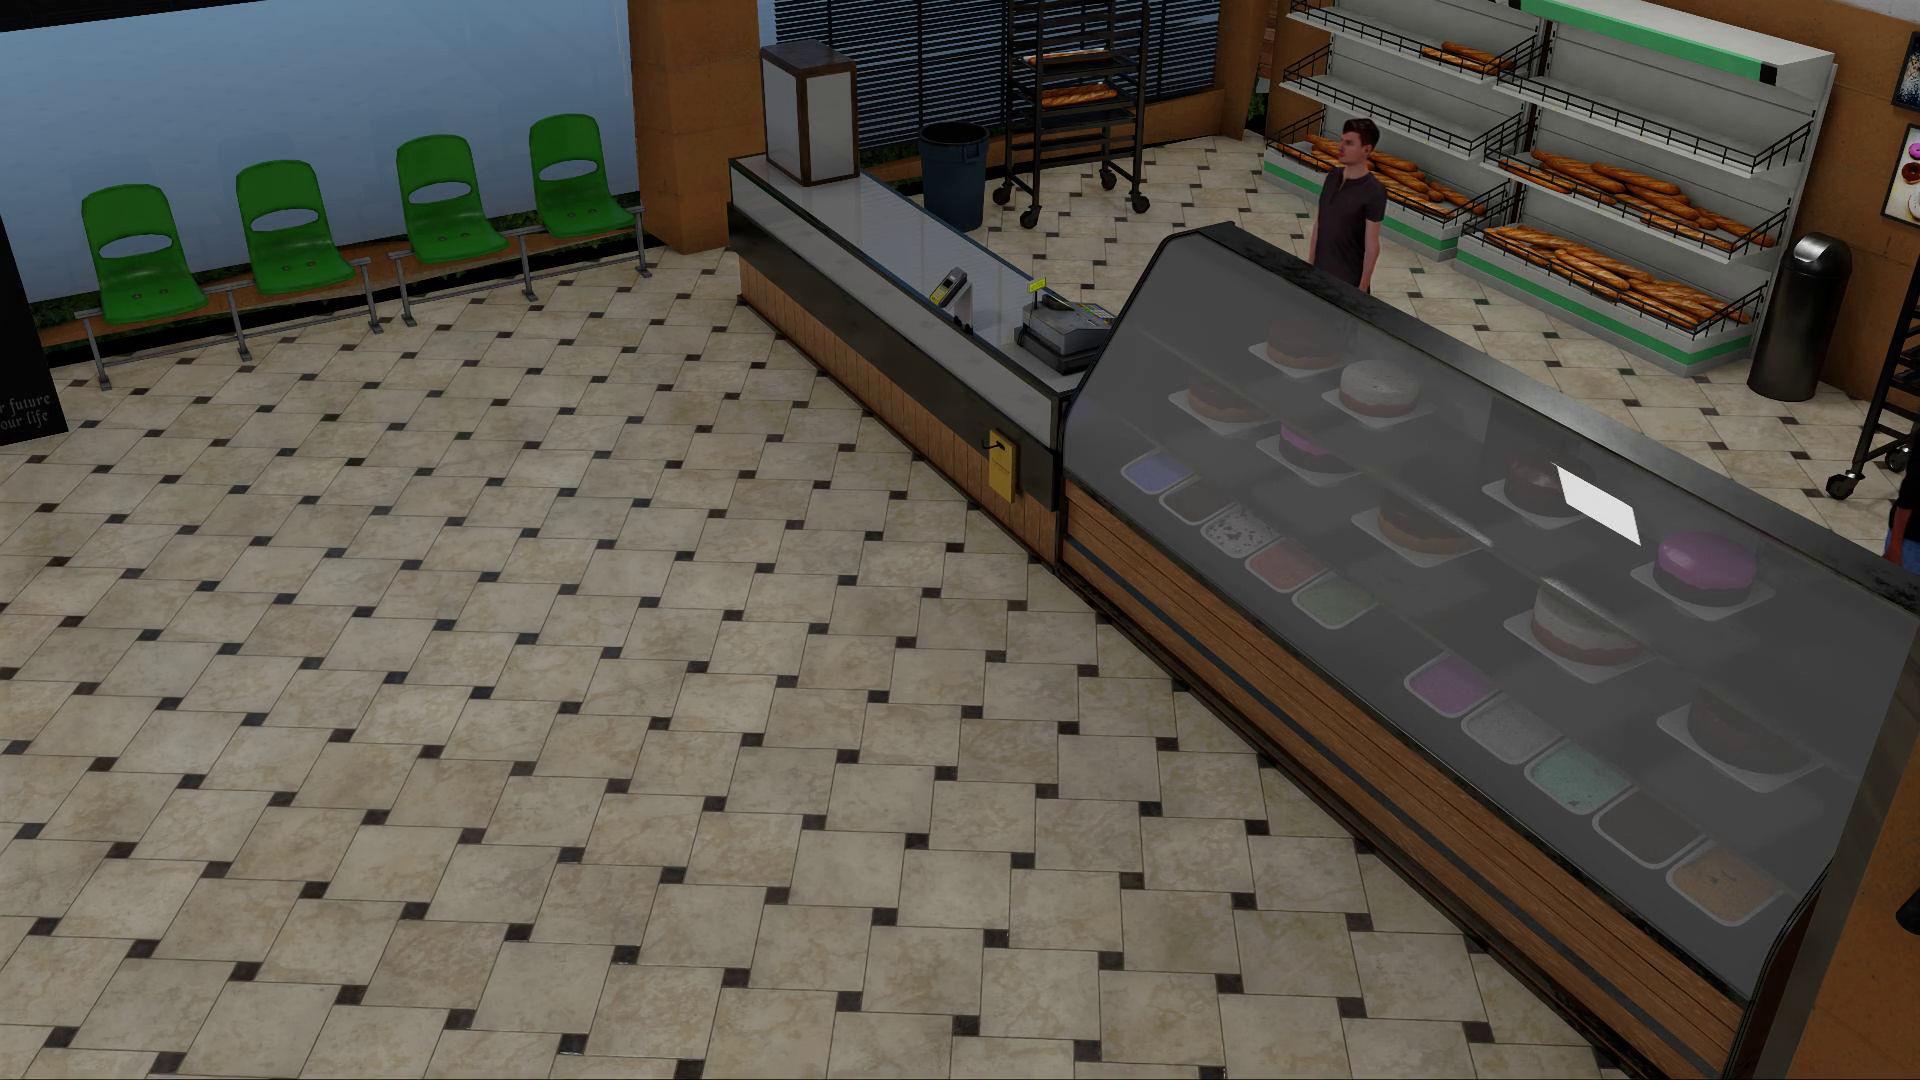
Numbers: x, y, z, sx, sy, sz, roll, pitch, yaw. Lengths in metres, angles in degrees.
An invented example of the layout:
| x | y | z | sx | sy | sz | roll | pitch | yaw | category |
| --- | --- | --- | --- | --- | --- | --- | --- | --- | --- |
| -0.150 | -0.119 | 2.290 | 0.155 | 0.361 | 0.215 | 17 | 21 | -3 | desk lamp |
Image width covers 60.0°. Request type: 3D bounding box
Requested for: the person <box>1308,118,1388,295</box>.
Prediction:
| x | y | z | sx | sy | sz | roll | pitch | yaw | category |
| --- | --- | --- | --- | --- | --- | --- | --- | --- | --- |
| 2.142 | -1.460 | 9.337 | 0.521 | 1.853 | 0.633 | -17 | 36 | -25 | person |
